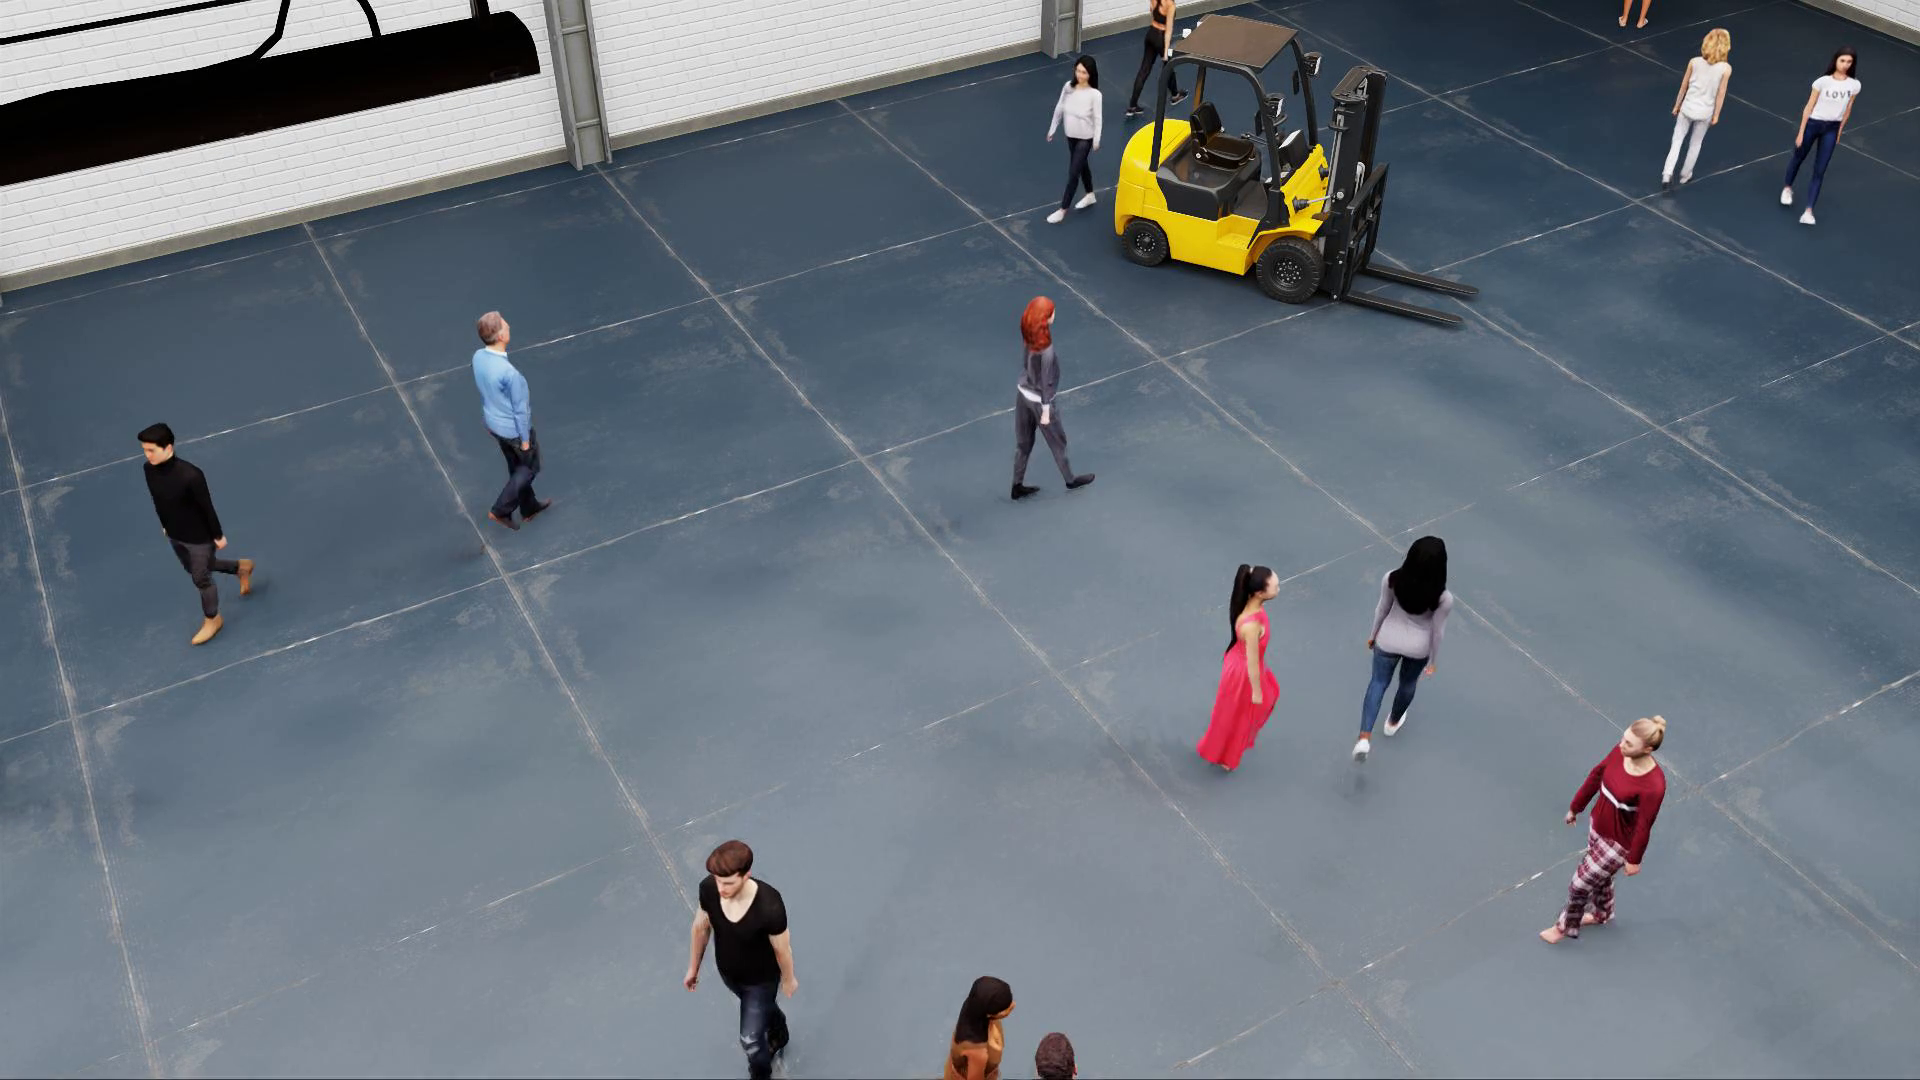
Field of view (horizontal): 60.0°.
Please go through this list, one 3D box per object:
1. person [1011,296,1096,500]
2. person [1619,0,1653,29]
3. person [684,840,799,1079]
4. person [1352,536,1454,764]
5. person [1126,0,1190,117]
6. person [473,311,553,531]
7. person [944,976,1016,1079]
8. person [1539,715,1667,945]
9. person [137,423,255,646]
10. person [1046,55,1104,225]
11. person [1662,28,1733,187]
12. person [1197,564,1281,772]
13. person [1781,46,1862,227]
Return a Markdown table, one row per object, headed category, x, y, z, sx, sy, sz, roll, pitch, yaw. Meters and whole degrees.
| category | x | y | z | sx | sy | sz | roll | pitch | yaw |
| --- | --- | --- | --- | --- | --- | --- | --- | --- | --- |
| person | 0.521 | -1.033 | 12.651 | 0.901 | 1.759 | 0.645 | -16 | 41 | -20 |
| person | 8.420 | -7.142 | 20.351 | 0.665 | 1.696 | 0.708 | 15 | 41 | 17 |
| person | -1.036 | 2.136 | 8.592 | 0.894 | 1.872 | 1.001 | 22 | 44 | 26 |
| person | 2.767 | 0.720 | 10.491 | 0.943 | 1.715 | 1.105 | 19 | 42 | 22 |
| person | 2.117 | -5.421 | 18.275 | 1.155 | 1.597 | 0.722 | -28 | 47 | -31 |
| person | -3.423 | -0.841 | 12.378 | 0.813 | 1.799 | 0.939 | 28 | 46 | 30 |
| person | -0.011 | 2.651 | 8.111 | 0.916 | 1.668 | 0.832 | 2 | 39 | 3 |
| person | 3.752 | 1.632 | 9.375 | 0.846 | 1.683 | 0.771 | -7 | 39 | -8 |
| person | -5.304 | -0.124 | 11.556 | 0.950 | 1.704 | 1.077 | 17 | 42 | 20 |
| person | 1.248 | -4.003 | 16.448 | 1.092 | 1.661 | 0.791 | -30 | 47 | -32 |
| person | 7.464 | -4.363 | 16.894 | 0.808 | 1.668 | 0.941 | 23 | 44 | 26 |
| person | 1.674 | 0.828 | 10.362 | 0.852 | 1.707 | 0.786 | 5 | 39 | 7 |
| person | 8.466 | -4.049 | 16.456 | 1.077 | 1.724 | 1.122 | 8 | 39 | 10 |
